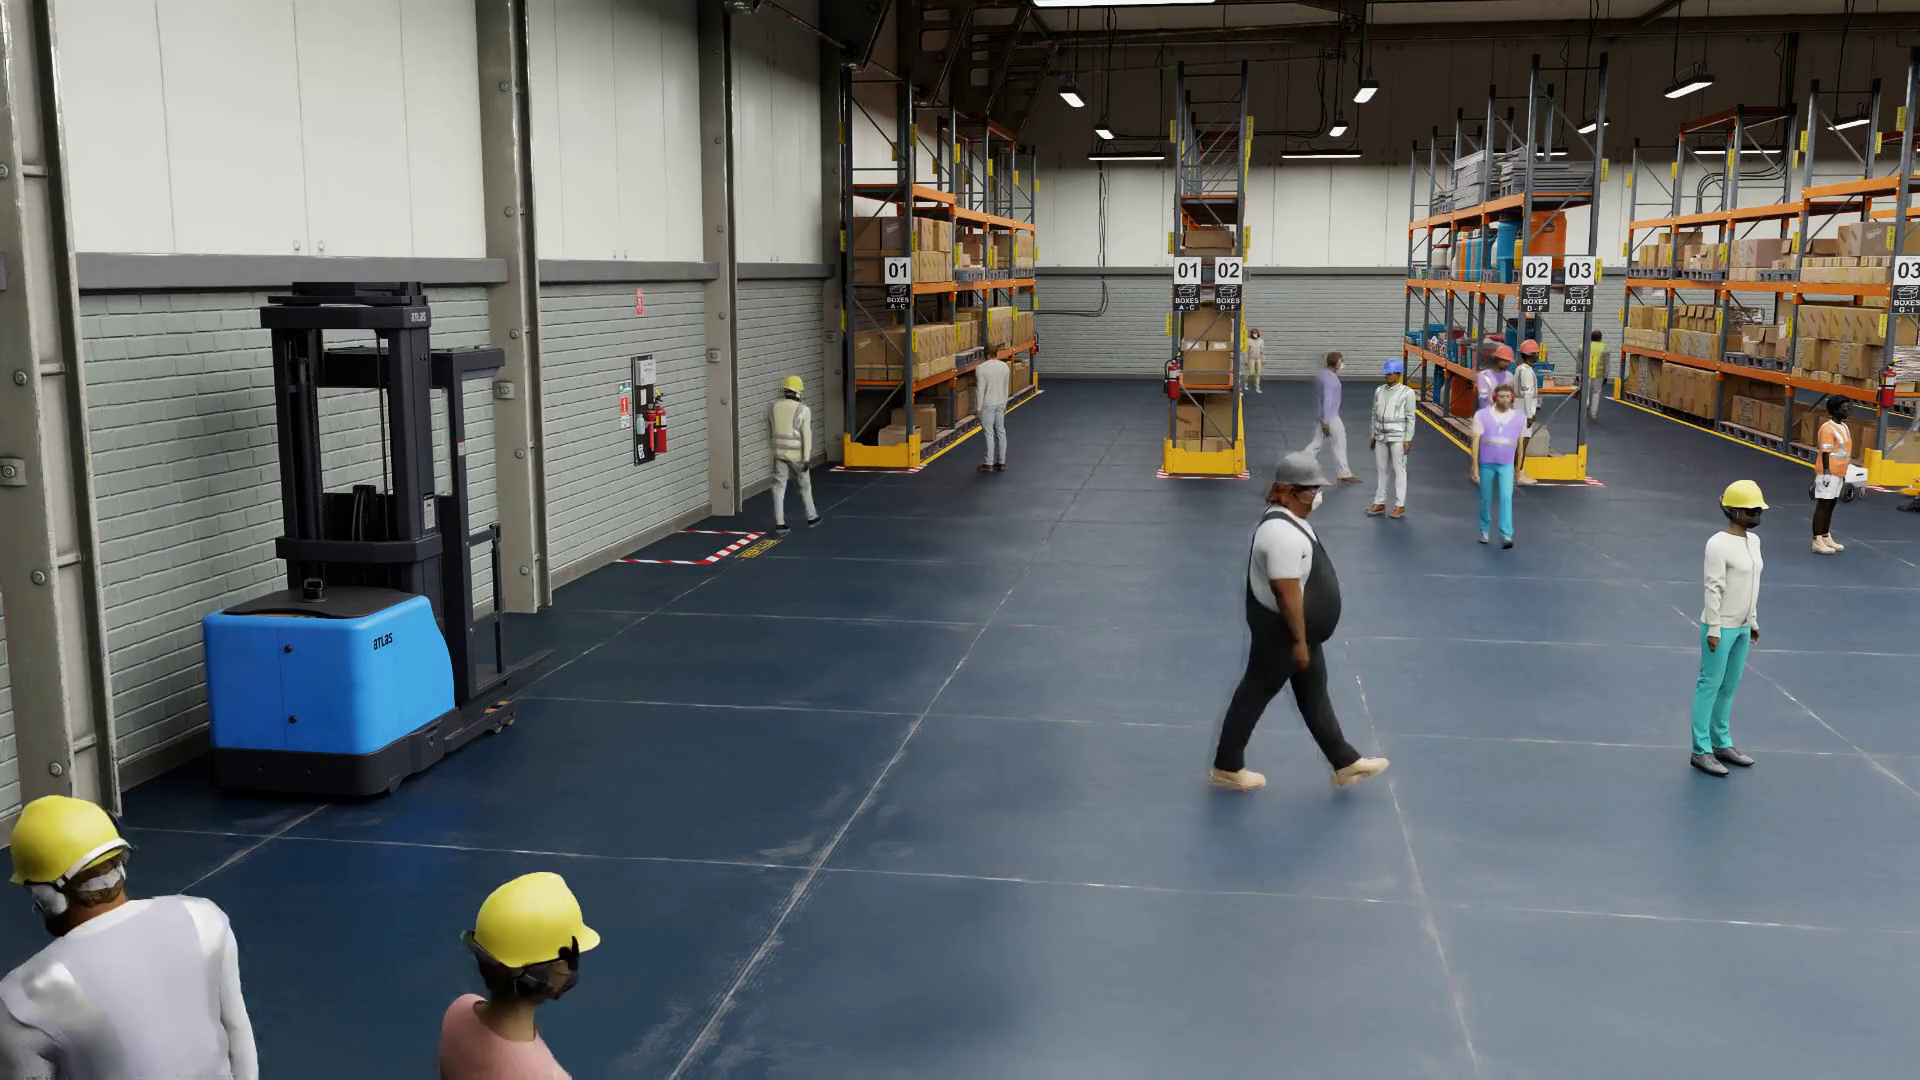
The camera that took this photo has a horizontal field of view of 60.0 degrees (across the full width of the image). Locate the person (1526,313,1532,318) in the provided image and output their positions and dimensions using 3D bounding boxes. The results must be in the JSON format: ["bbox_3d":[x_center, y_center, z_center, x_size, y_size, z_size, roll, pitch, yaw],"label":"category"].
[{"bbox_3d":[13.762,-4.520,40.428,0.623,1.986,0.409,-3,10,-18],"label":"person"}]

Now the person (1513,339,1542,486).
[{"bbox_3d":[7.990,-1.804,23.469,0.356,2.047,0.615,1,9,8],"label":"person"}]

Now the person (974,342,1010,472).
[{"bbox_3d":[0.471,-2.011,25.080,0.629,1.940,0.379,-7,12,-38],"label":"person"}]

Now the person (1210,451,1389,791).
[{"bbox_3d":[1.943,0.477,9.552,1.036,2.000,0.701,2,10,15],"label":"person"}]

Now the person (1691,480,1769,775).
[{"bbox_3d":[4.663,0.514,10.037,0.524,1.769,0.314,-7,12,-37],"label":"person"}]

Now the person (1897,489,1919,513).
[{"bbox_3d":[12.203,-1.240,20.485,0.961,1.901,0.544,6,11,35],"label":"person"}]

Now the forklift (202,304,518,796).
[{"bbox_3d":[-3.673,-0.038,10.147,1.129,2.768,1.873,1,9,9],"label":"forklift"}]

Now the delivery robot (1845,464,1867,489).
[{"bbox_3d":[11.657,-0.842,21.970,0.707,0.478,0.477,-6,11,-33],"label":"delivery robot"}]

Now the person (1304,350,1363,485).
[{"bbox_3d":[5.189,-1.739,23.559,0.991,1.903,0.640,1,9,5],"label":"person"}]

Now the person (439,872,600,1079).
[{"bbox_3d":[-0.942,1.564,3.603,0.371,1.750,0.542,-7,12,-38],"label":"person"}]

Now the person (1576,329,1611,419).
[{"bbox_3d":[12.828,-3.352,33.707,0.640,1.825,0.618,3,10,17],"label":"person"}]

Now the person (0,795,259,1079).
[{"bbox_3d":[-1.996,1.482,4.002,0.462,1.798,0.618,4,10,23],"label":"person"}]

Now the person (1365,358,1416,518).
[{"bbox_3d":[5.285,-1.253,20.413,0.427,1.945,0.621,-7,12,-38],"label":"person"}]

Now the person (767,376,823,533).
[{"bbox_3d":[-1.921,-1.004,19.292,0.614,1.789,0.865,4,10,23],"label":"person"}]

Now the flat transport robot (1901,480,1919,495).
[{"bbox_3d":[13.423,-0.723,22.397,1.431,0.197,0.652,-5,11,-29],"label":"flat transport robot"}]

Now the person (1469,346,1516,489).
[{"bbox_3d":[7.424,-1.713,23.153,0.602,1.991,0.963,-2,9,-13],"label":"person"}]

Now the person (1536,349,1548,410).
[{"bbox_3d":[12.487,-3.634,36.171,0.538,1.585,0.725,4,10,23],"label":"person"}]

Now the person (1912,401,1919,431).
[{"bbox_3d":[16.661,-2.436,28.639,0.498,1.634,0.280,1,9,5],"label":"person"}]

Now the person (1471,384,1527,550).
[{"bbox_3d":[5.856,-0.810,18.141,0.584,1.789,1.007,2,9,11],"label":"person"}]

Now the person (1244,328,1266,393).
[{"bbox_3d":[7.254,-4.431,41.015,0.535,1.612,0.431,-4,10,-21],"label":"person"}]

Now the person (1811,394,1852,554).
[{"bbox_3d":[9.347,-0.712,17.818,0.318,1.697,0.535,9,13,44],"label":"person"}]
